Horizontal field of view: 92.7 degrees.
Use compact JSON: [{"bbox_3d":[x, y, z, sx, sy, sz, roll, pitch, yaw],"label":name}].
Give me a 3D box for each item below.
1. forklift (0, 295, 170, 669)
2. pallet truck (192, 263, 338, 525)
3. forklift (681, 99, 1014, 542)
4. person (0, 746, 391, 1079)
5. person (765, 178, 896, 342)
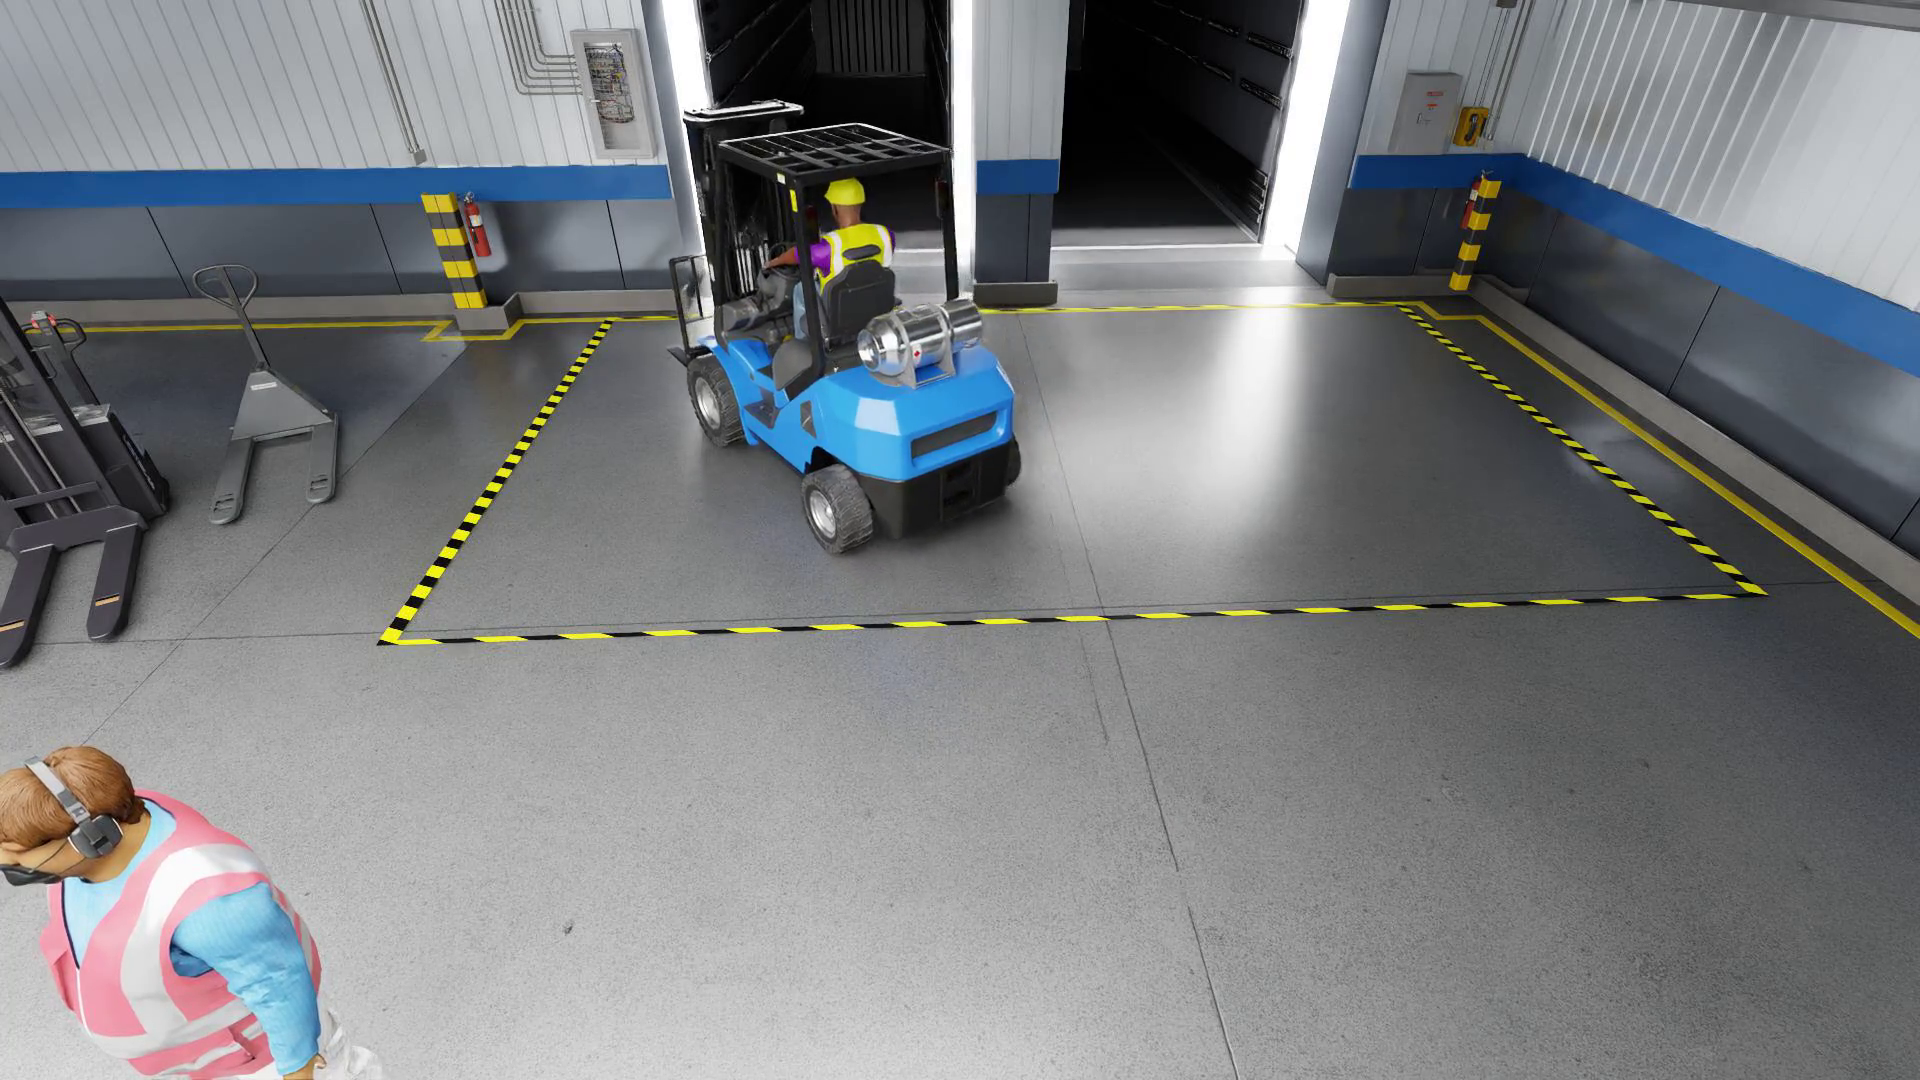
[{"bbox_3d":[-5.212,-0.618,4.878,0.823,1.965,1.885,-20,39,-26],"label":"forklift"},{"bbox_3d":[-4.778,-1.027,6.128,0.680,1.201,1.601,-17,38,-23],"label":"pallet truck"},{"bbox_3d":[-0.807,-1.510,5.848,1.157,2.036,2.680,-23,41,-30],"label":"forklift"},{"bbox_3d":[-1.888,1.217,2.376,0.620,1.845,0.430,16,38,21],"label":"person"},{"bbox_3d":[-0.837,-1.693,5.784,0.635,1.294,1.004,-23,41,-30],"label":"person"}]
